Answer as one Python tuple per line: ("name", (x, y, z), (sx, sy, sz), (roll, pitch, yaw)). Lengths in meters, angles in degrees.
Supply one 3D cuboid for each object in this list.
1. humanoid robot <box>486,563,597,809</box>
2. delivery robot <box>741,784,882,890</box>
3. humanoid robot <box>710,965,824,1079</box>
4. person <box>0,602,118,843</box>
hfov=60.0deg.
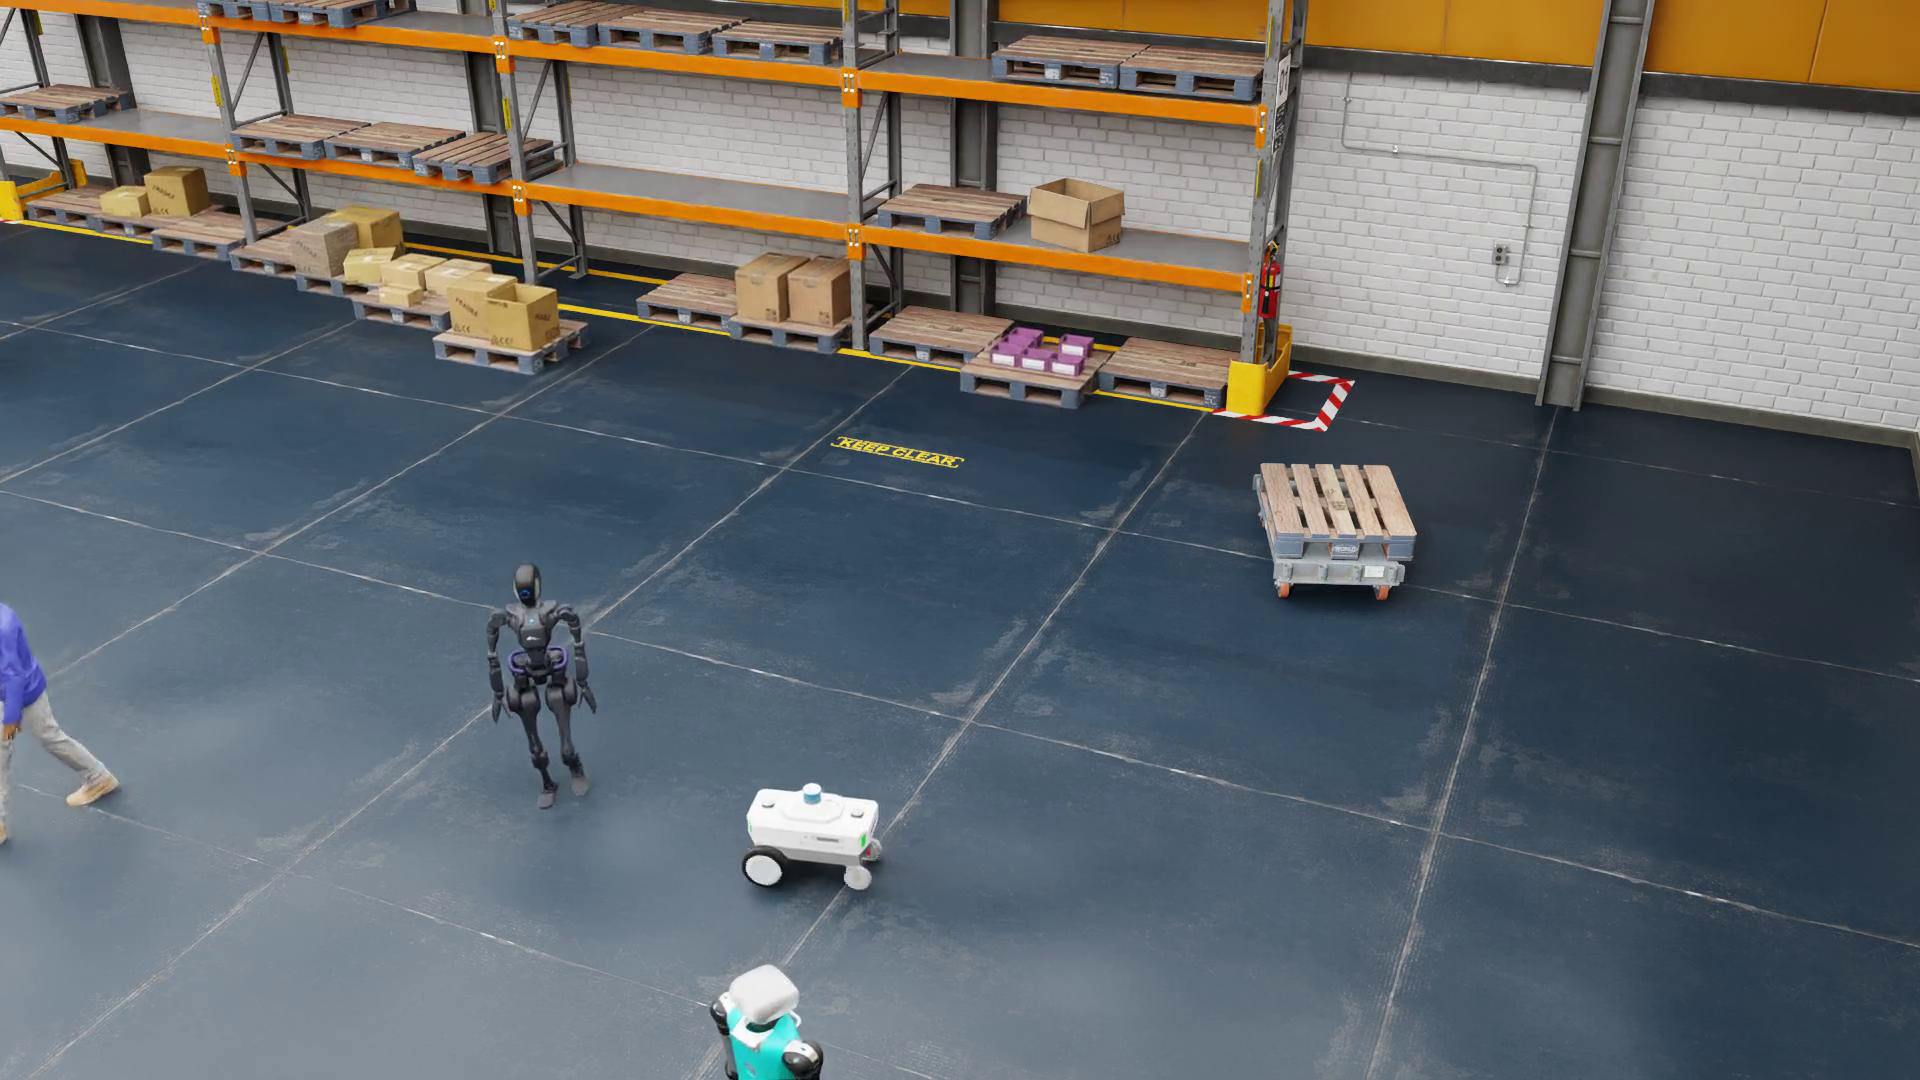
("humanoid robot", (-2.454, 0.849, 9.752), (0.608, 1.643, 0.355), (-6, 28, -12))
("delivery robot", (-0.857, 1.657, 9.425), (0.792, 0.611, 0.499), (5, 28, 9))
("humanoid robot", (-0.600, 2.382, 6.751), (0.530, 1.810, 0.666), (21, 34, 35))
("person", (-5.444, 0.884, 9.533), (0.491, 1.832, 0.911), (17, 32, 29))
